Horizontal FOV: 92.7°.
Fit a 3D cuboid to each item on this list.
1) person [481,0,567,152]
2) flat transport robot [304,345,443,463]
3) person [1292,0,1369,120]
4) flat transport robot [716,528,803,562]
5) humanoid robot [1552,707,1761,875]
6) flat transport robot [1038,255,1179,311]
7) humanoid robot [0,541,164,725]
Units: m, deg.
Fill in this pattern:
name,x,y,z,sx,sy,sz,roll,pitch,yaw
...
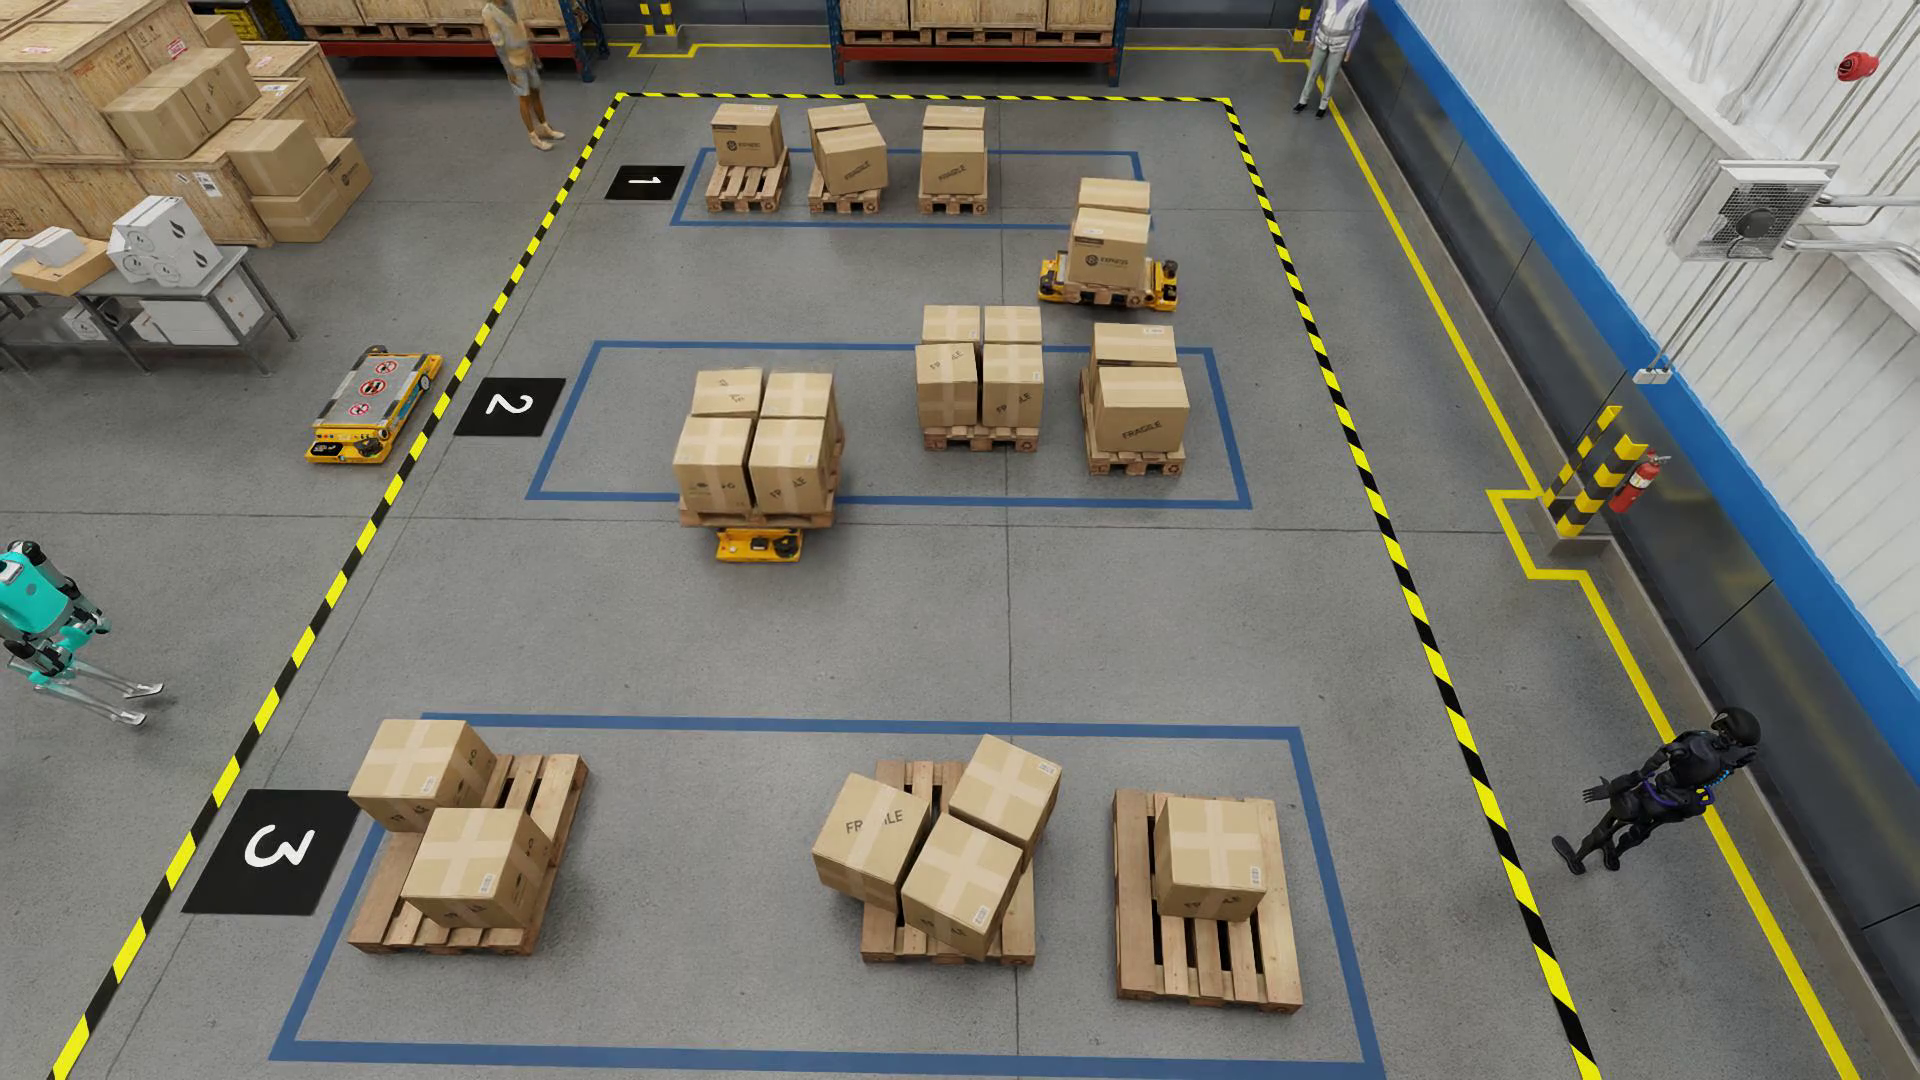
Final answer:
name,x,y,z,sx,sy,sz,roll,pitch,yaw
person,-5.316,-5.818,11.129,0.385,2.045,0.605,15,51,12
flat transport robot,-5.383,-1.269,8.441,0.659,0.231,1.431,1,50,1
person,4.755,-6.353,11.718,0.590,1.832,0.404,30,56,23
flat transport robot,-1.602,-0.426,7.709,0.652,0.197,1.431,1,50,1
humanoid robot,3.955,1.445,5.212,0.599,1.657,0.315,-1,50,-1
flat transport robot,1.569,-2.749,9.675,1.431,0.197,0.652,7,50,6
humanoid robot,-5.855,0.605,5.805,0.735,1.677,0.533,0,50,0
